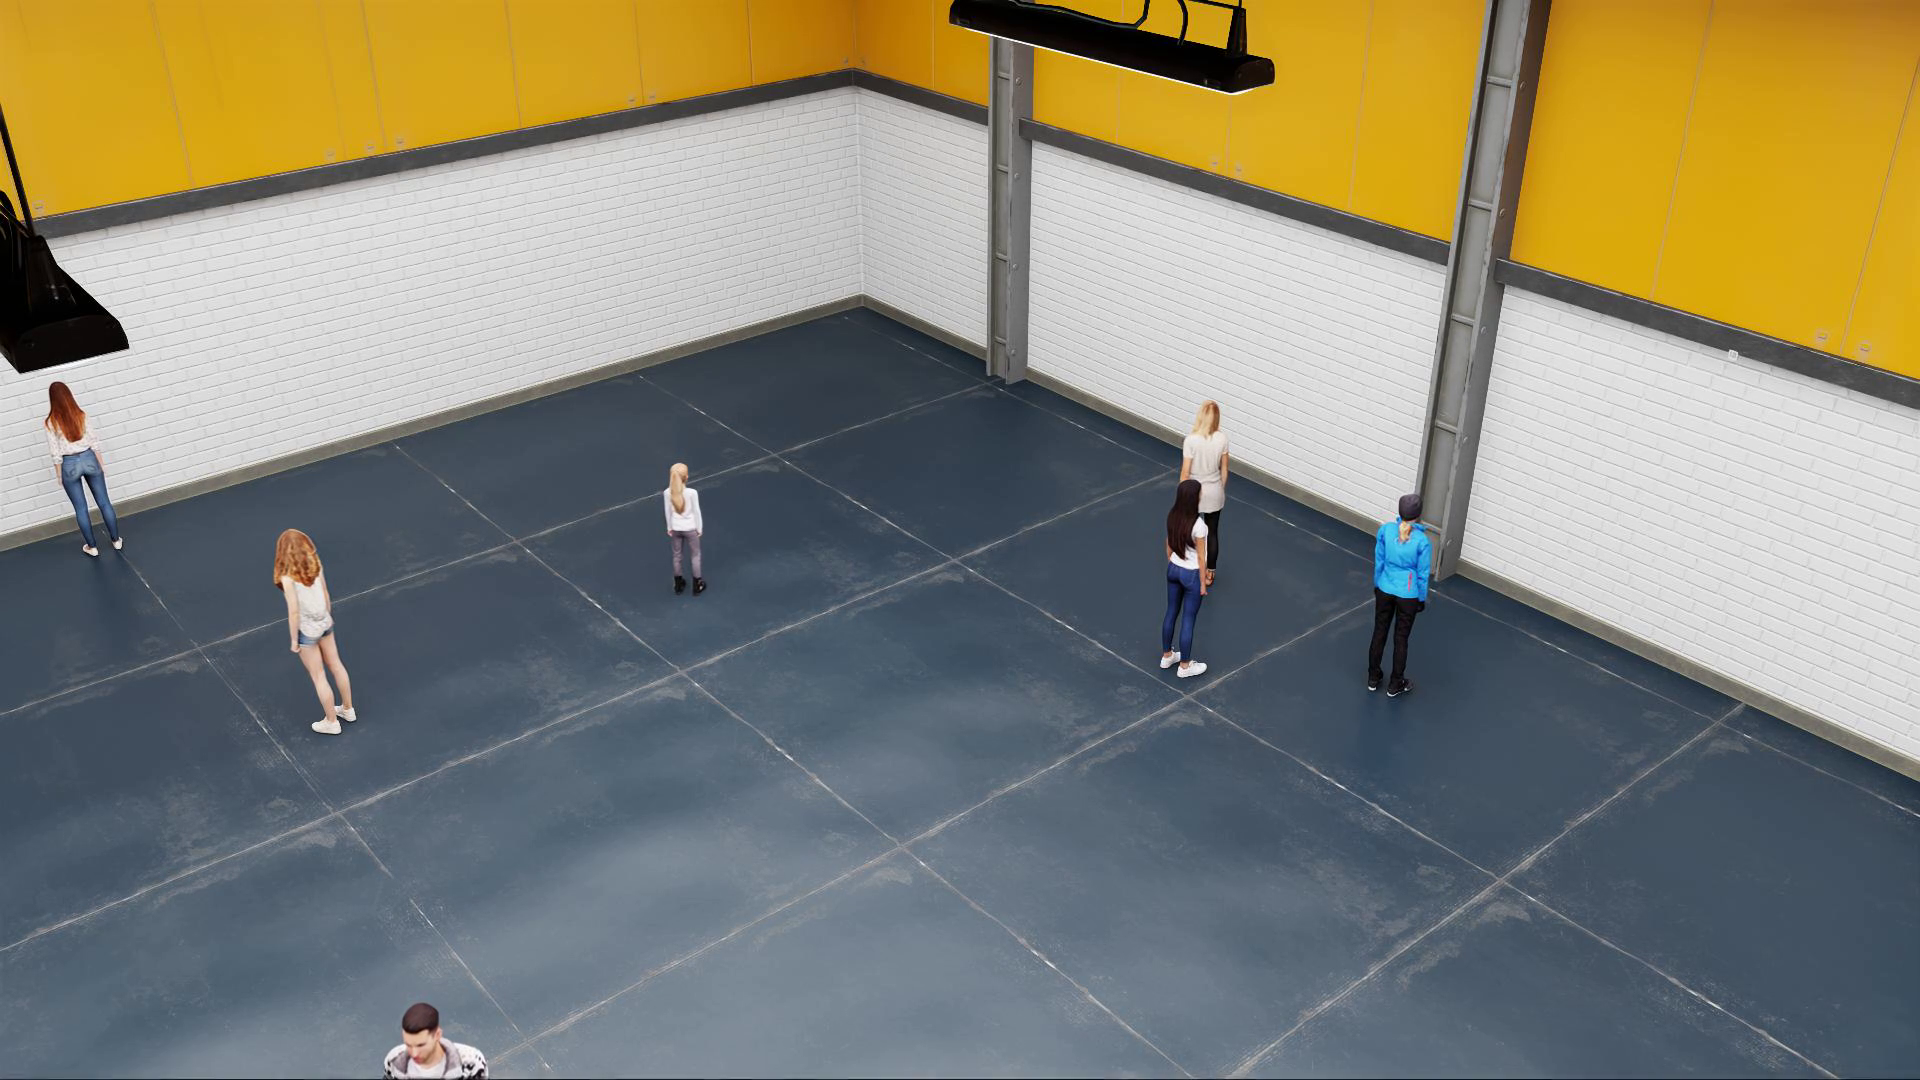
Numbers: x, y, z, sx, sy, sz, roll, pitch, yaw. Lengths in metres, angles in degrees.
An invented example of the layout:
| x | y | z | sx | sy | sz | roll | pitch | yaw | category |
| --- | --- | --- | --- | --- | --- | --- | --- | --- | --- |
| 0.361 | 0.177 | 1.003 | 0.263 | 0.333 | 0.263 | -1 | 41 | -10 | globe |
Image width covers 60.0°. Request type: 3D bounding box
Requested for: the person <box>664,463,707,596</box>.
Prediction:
| x | y | z | sx | sy | sz | roll | pitch | yaw | category |
| --- | --- | --- | --- | --- | --- | --- | --- | --- | --- |
| -2.471 | -0.100 | 14.914 | 0.561 | 1.277 | 0.630 | 6 | 29 | 11 | person |

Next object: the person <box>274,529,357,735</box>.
| x | y | z | sx | sy | sz | roll | pitch | yaw | category |
| --- | --- | --- | --- | --- | --- | --- | --- | --- | --- |
| -5.011 | 0.711 | 12.925 | 0.646 | 1.758 | 0.653 | 12 | 31 | 21 | person |

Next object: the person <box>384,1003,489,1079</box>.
| x | y | z | sx | sy | sz | roll | pitch | yaw | category |
| --- | --- | --- | --- | --- | --- | --- | --- | --- | --- |
| -2.628 | 3.066 | 8.499 | 0.764 | 1.862 | 0.804 | 1 | 29 | 1 | person |

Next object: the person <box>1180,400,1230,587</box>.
| x | y | z | sx | sy | sz | roll | pitch | yaw | category |
| --- | --- | --- | --- | --- | --- | --- | --- | --- | --- |
| 2.179 | -0.402 | 14.892 | 0.681 | 1.827 | 0.684 | -5 | 29 | -10 | person |

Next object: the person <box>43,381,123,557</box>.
| x | y | z | sx | sy | sz | roll | pitch | yaw | category |
| --- | --- | --- | --- | --- | --- | --- | --- | --- | --- |
| -8.200 | -0.673 | 15.493 | 0.579 | 1.728 | 0.484 | -21 | 35 | -33 | person |

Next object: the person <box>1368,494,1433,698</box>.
| x | y | z | sx | sy | sz | roll | pitch | yaw | category |
| --- | --- | --- | --- | --- | --- | --- | --- | --- | --- |
| 3.525 | 0.437 | 13.388 | 0.515 | 1.795 | 0.712 | 22 | 35 | 34 | person |

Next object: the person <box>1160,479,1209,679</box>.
| x | y | z | sx | sy | sz | roll | pitch | yaw | category |
| --- | --- | --- | --- | --- | --- | --- | --- | --- | --- |
| 1.844 | 0.304 | 13.653 | 0.662 | 1.775 | 0.466 | -19 | 34 | -30 | person |
